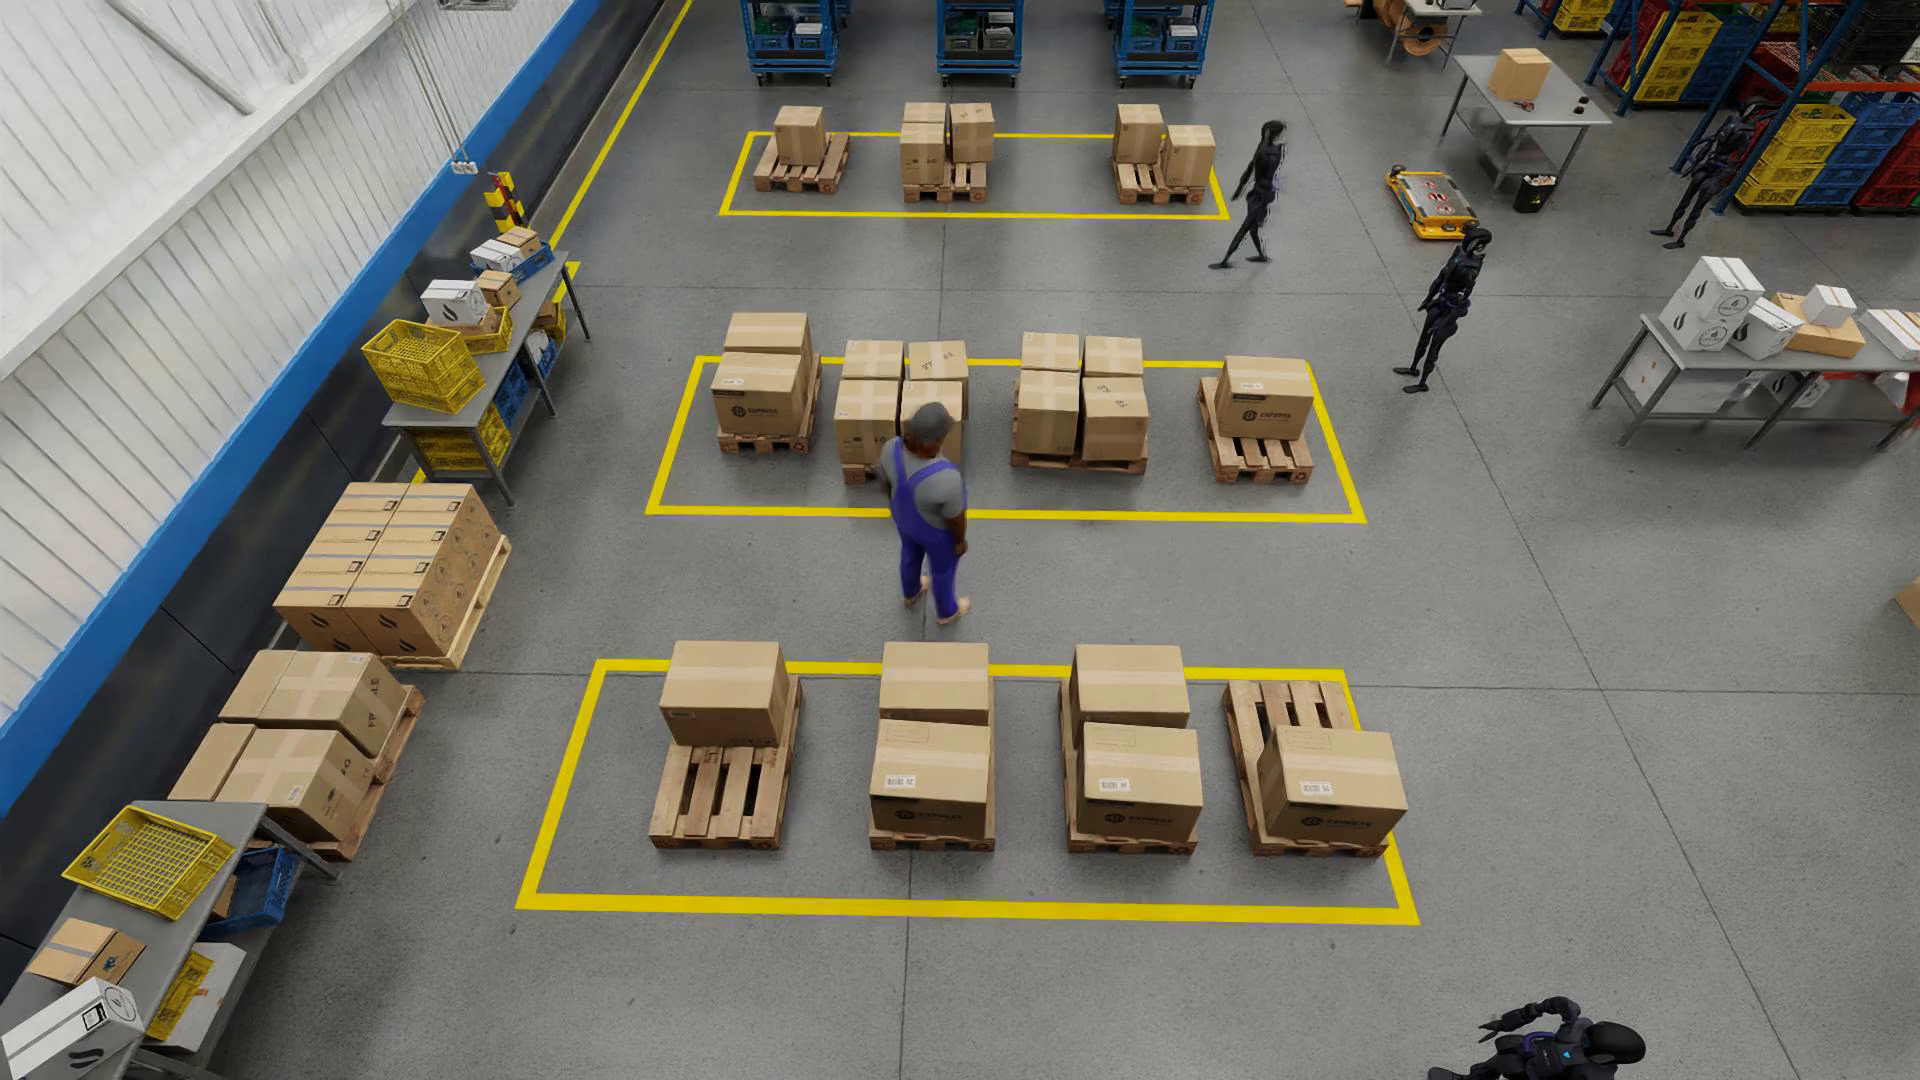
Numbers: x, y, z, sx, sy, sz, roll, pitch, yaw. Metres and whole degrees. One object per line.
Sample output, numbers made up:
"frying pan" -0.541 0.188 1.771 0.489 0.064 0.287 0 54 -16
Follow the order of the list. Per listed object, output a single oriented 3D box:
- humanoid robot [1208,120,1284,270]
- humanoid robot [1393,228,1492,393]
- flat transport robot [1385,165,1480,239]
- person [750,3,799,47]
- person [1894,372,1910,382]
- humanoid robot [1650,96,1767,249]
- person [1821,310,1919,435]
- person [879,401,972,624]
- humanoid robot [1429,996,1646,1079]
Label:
"humanoid robot" 3.173 -3.674 9.808 0.700 1.626 0.592 1 49 1
"humanoid robot" 4.423 -2.100 8.408 0.327 1.660 0.589 0 49 0
"flat transport robot" 5.692 -4.094 11.059 0.652 0.197 1.431 1 49 1
"person" -2.740 -8.302 13.687 0.988 1.832 0.583 -19 52 -15
"person" 9.574 -2.322 8.476 0.692 1.889 0.592 -20 52 -17
"humanoid robot" 8.251 -4.037 10.087 0.327 1.657 0.589 0 49 0
"person" 8.539 -1.908 8.086 0.618 1.928 1.061 -21 52 -17
"person" -0.190 -0.181 6.519 0.690 2.000 0.538 33 57 25
"humanoid robot" 2.709 2.574 4.365 0.327 1.657 0.589 0 49 0
